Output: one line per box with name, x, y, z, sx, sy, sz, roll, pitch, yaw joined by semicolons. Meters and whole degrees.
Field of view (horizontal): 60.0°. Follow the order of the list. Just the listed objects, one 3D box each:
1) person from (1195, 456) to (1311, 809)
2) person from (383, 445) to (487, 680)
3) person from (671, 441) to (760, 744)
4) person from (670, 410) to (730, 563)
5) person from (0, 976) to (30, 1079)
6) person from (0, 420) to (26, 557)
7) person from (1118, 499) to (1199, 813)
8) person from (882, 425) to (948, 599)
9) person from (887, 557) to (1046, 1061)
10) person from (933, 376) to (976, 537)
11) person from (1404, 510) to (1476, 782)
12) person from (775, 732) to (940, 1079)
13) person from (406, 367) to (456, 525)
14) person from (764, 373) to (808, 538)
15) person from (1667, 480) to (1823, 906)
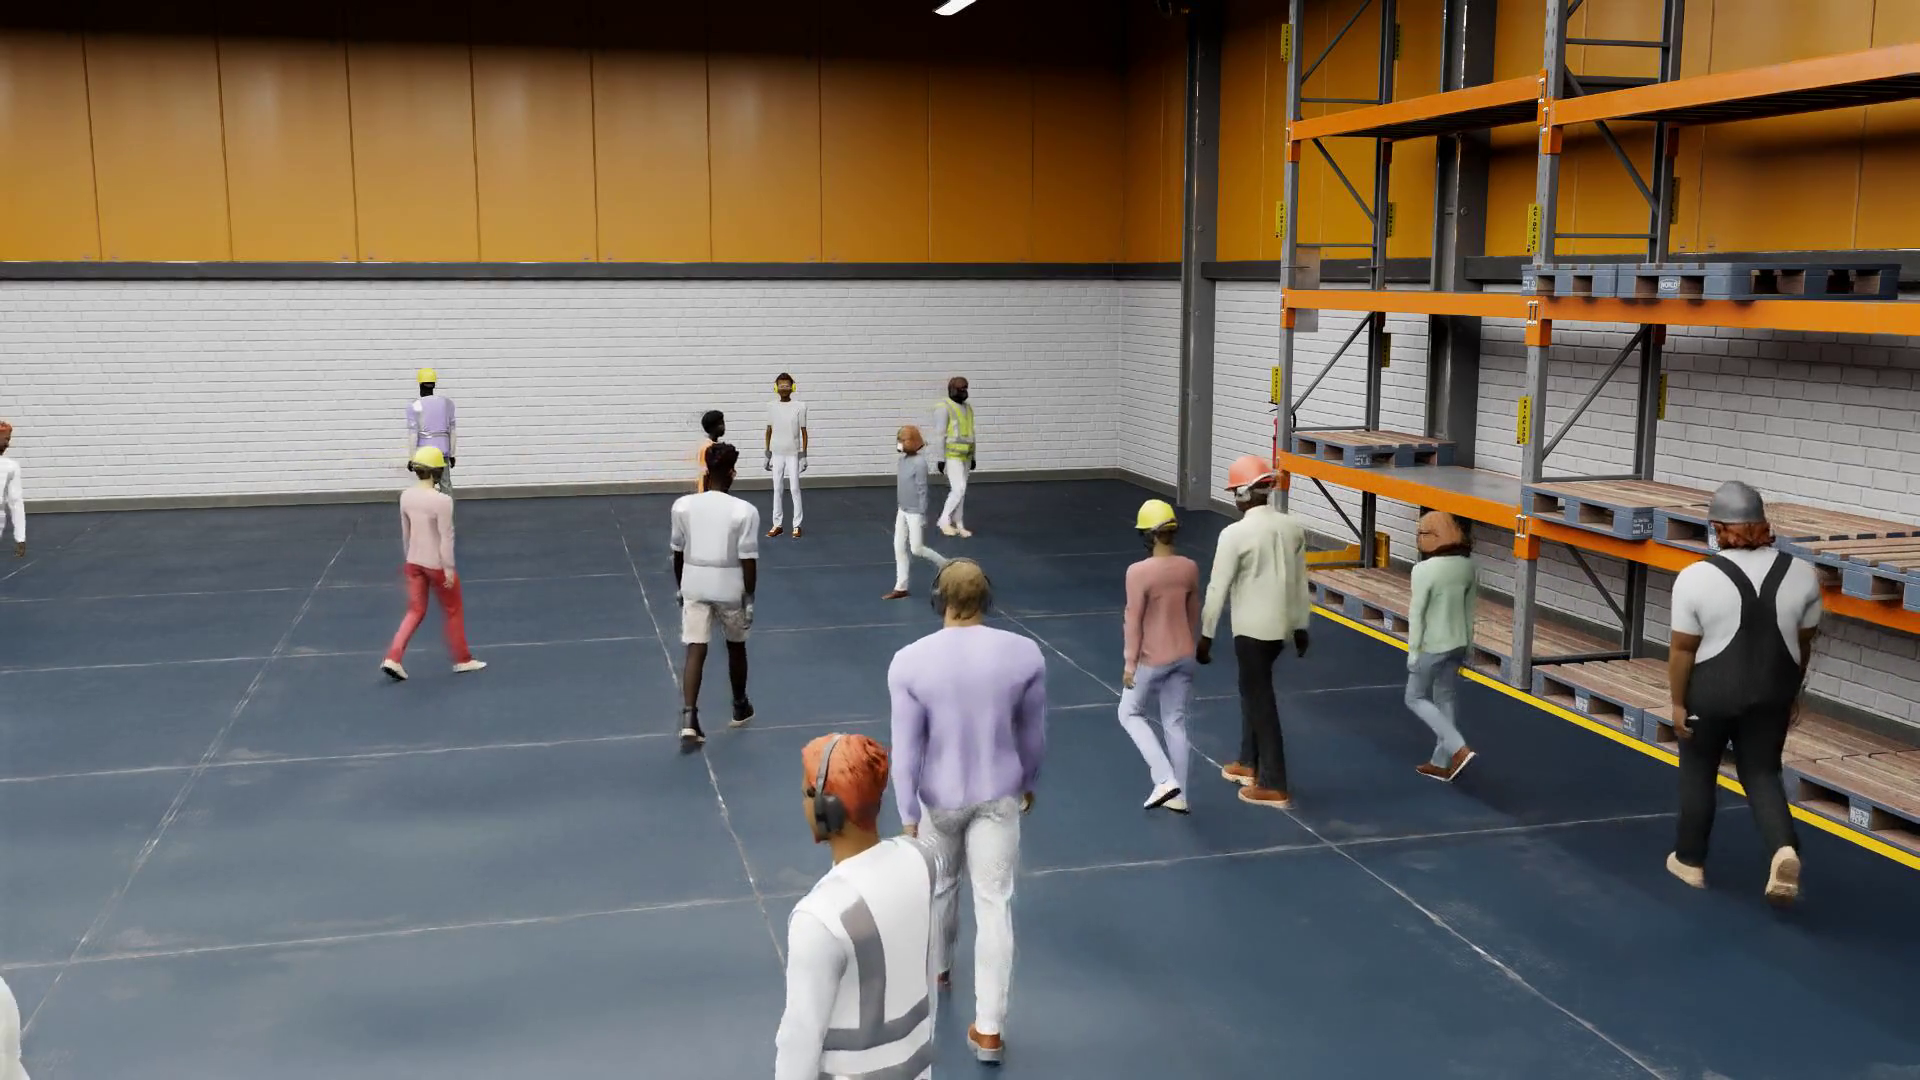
person;1.655;0.506;9.423;0.689;1.946;0.738;-8;12;-41
person;-3.905;0.167;12.228;0.537;1.740;0.788;5;10;29
person;-1.582;0.327;10.659;0.616;1.931;0.973;1;9;7
person;-2.474;-0.454;16.311;0.793;1.665;0.532;0;9;-1
person;-2.114;1.520;3.303;0.999;1.900;0.644;1;9;9
person;-7.750;-0.040;13.202;0.601;1.833;0.663;5;10;28
person;1.088;0.650;9.172;0.582;1.743;0.413;-7;11;-37
person;-0.381;-0.256;15.266;0.641;1.615;0.505;-5;10;-29
person;0.028;1.006;6.554;0.631;1.889;1.040;-1;9;-6
person;-0.028;-0.930;18.771;0.447;1.832;0.651;6;11;33
person;2.822;0.635;9.644;0.519;1.616;0.439;-6;11;-32
person;-0.271;1.390;4.152;0.530;1.880;0.585;4;10;24
person;-5.978;-0.984;18.810;0.371;1.929;0.584;9;13;44
person;-1.974;-0.950;18.800;0.532;1.866;0.319;2;9;14
person;3.697;0.713;7.873;0.692;2.000;0.771;1;9;4
